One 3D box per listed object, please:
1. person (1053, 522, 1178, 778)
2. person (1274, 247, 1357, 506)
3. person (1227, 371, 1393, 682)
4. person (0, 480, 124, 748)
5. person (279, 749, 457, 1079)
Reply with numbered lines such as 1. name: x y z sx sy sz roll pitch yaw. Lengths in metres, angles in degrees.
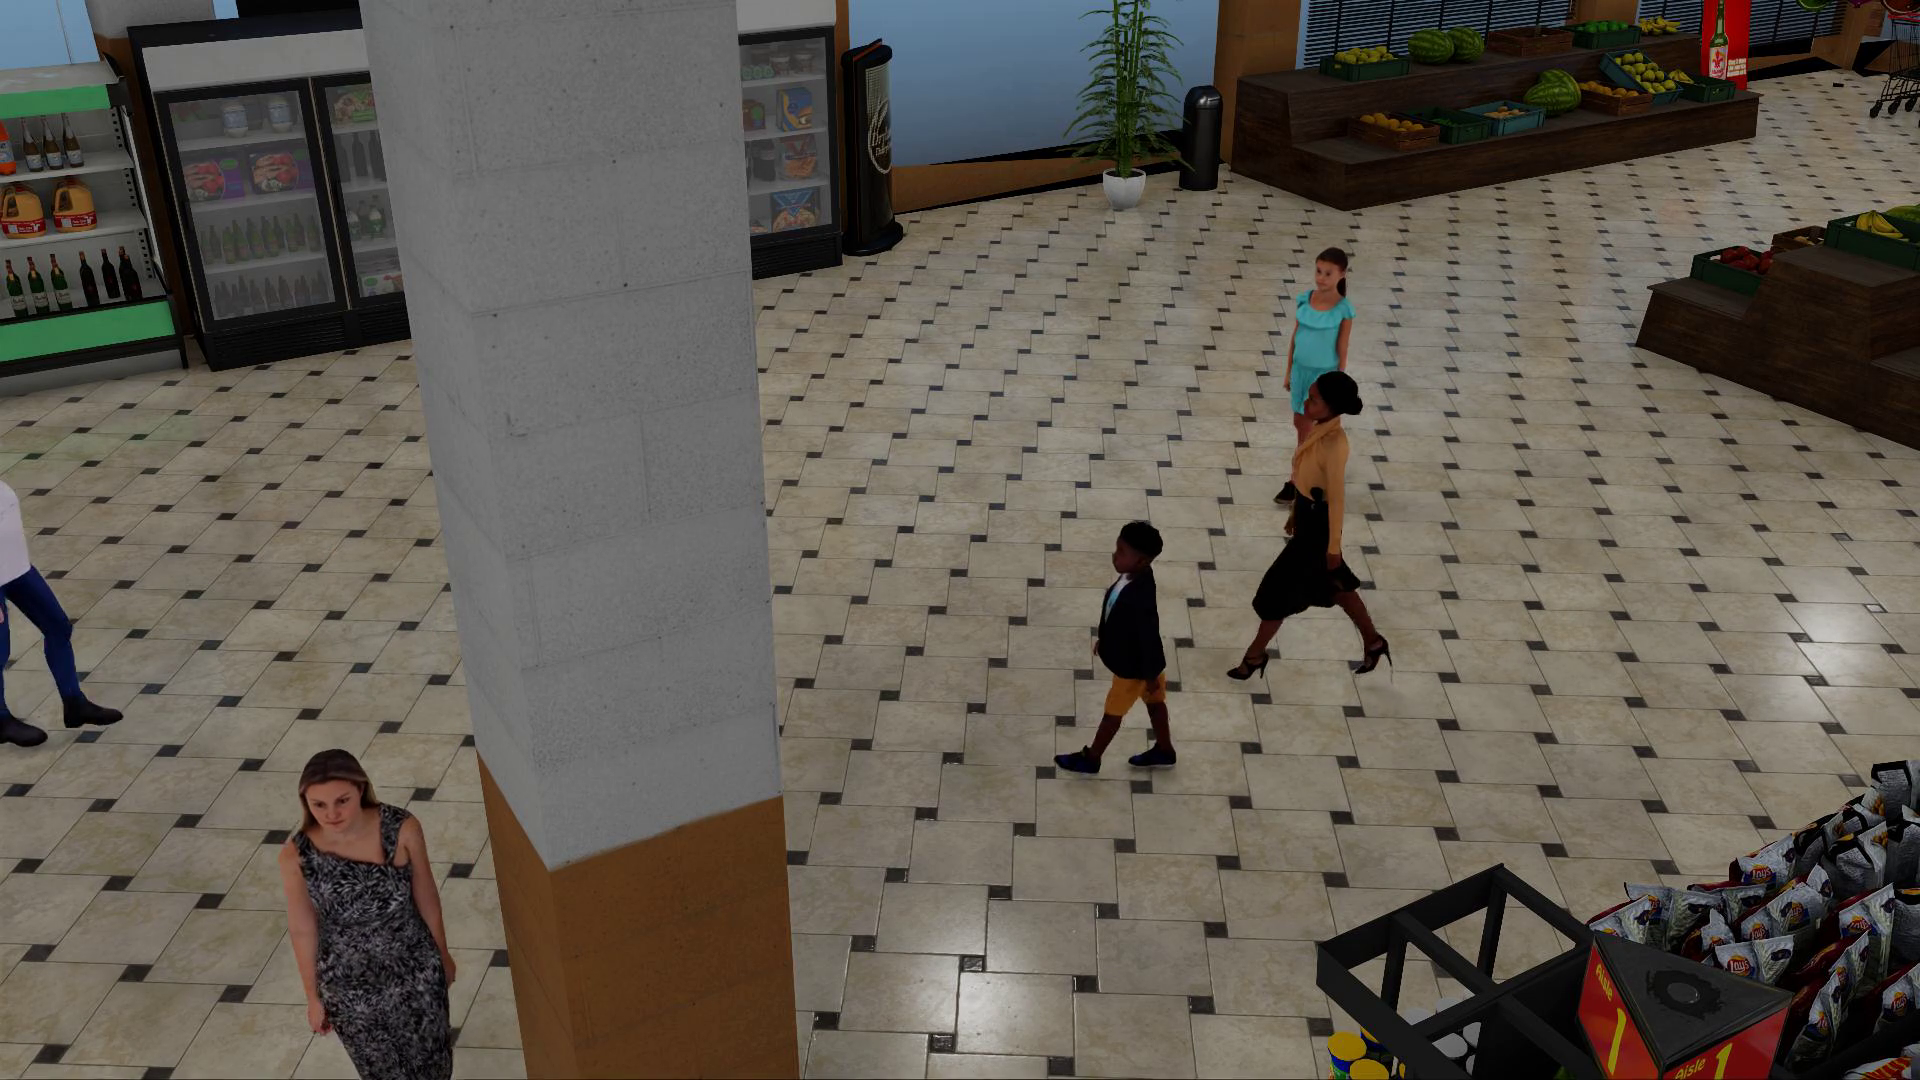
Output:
1. person: 0.845 0.495 7.314 0.876 1.246 0.754 1 27 3
2. person: 2.152 -1.000 9.936 0.706 1.542 1.029 24 35 39
3. person: 1.774 -0.012 7.907 1.105 1.614 0.948 1 27 3
4. person: -4.388 0.214 7.411 0.923 1.661 0.832 0 27 1
5. person: -1.806 1.317 5.205 0.620 1.688 0.718 -7 28 -14
